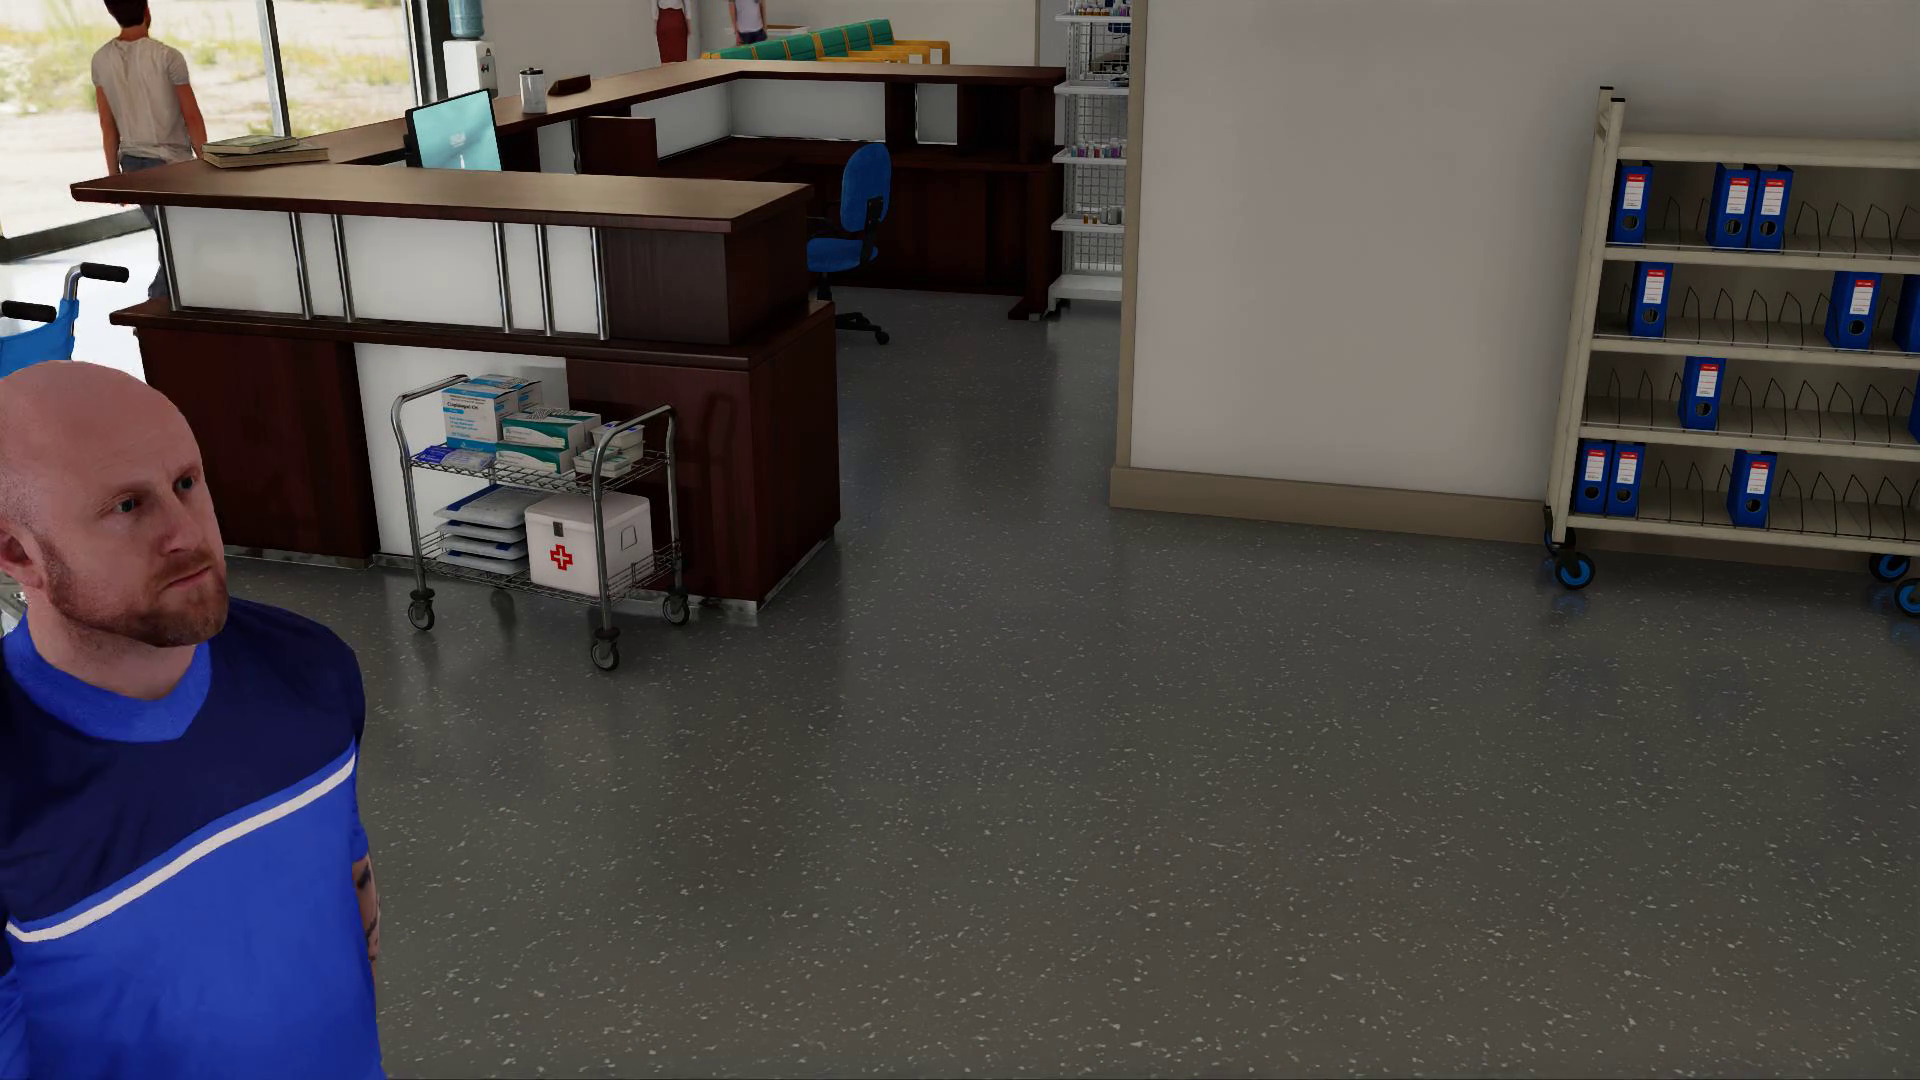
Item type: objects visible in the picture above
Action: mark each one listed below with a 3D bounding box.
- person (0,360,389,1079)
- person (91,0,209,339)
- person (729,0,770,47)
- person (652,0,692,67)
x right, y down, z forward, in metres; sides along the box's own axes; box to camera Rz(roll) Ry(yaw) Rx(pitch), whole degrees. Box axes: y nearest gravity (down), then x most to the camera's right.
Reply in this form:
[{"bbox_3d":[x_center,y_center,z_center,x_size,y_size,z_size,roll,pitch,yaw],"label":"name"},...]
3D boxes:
[{"bbox_3d":[-0.841,0.700,1.748,1.208,1.814,0.851,11,23,26],"label":"person"},{"bbox_3d":[-4.037,-1.817,8.317,1.132,1.869,0.837,2,21,6],"label":"person"},{"bbox_3d":[-2.436,-5.808,19.117,0.698,1.682,0.792,-8,22,-20],"label":"person"},{"bbox_3d":[-3.336,-5.901,19.267,0.595,1.750,0.727,-4,21,-10],"label":"person"}]
